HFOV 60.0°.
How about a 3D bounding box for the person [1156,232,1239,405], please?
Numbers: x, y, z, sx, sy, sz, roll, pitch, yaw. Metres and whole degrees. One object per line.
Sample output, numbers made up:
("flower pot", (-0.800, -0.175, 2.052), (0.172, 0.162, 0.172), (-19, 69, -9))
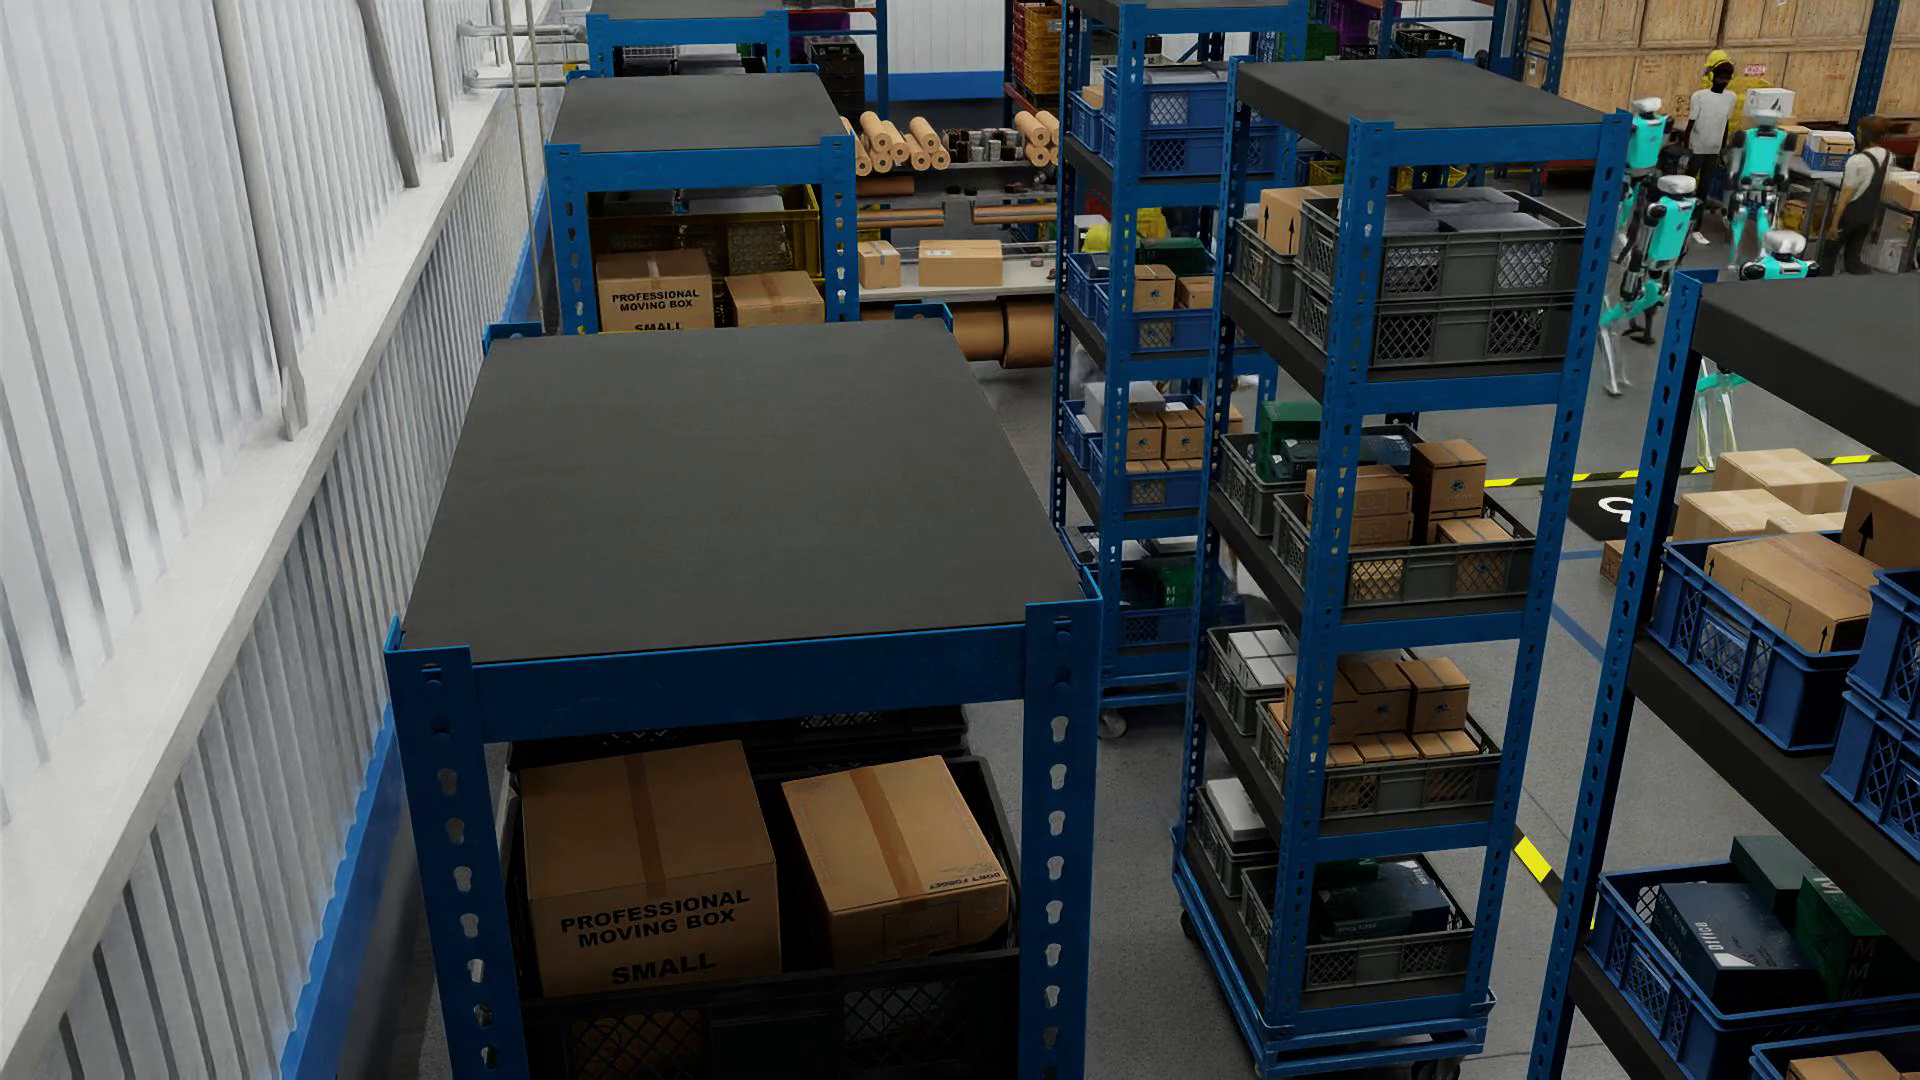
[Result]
("person", (1.545, -1.095, 10.784), (0.589, 1.853, 0.371), (-4, 25, -8))

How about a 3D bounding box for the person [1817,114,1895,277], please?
("person", (7.814, -2.799, 14.522), (0.538, 1.824, 0.714), (-9, 26, -18))

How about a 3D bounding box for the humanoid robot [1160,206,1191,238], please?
("humanoid robot", (1.842, -2.367, 13.764), (0.450, 1.635, 0.592), (2, 25, 5))

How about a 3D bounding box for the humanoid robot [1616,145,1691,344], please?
("humanoid robot", (5.864, -2.487, 14.032), (0.629, 1.626, 0.454), (-8, 26, -16))

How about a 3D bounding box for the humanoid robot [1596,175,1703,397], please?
("humanoid robot", (5.169, -1.974, 12.846), (0.530, 1.786, 0.788), (-13, 28, -26))

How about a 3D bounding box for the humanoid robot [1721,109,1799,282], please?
("humanoid robot", (7.071, -2.887, 14.845), (0.537, 1.784, 0.858), (10, 27, 21))

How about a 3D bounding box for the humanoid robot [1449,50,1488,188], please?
("humanoid robot", (5.797, -4.691, 18.798), (0.599, 1.653, 0.315), (-4, 25, -8))

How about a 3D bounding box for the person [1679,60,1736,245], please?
("person", (7.591, -3.936, 16.948), (0.515, 1.865, 0.327), (-4, 25, -8))

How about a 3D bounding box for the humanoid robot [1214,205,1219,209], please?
("humanoid robot", (2.612, -4.438, 18.343), (0.788, 1.644, 0.596), (-1, 25, -2))

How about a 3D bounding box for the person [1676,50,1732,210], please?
("person", (8.117, -4.482, 18.283), (0.829, 1.732, 0.530), (-7, 26, -14))

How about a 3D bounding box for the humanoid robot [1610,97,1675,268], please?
("humanoid robot", (6.313, -3.400, 15.942), (0.622, 1.761, 0.900), (-6, 25, -14))

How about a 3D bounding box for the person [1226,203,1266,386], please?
("person", (2.358, -2.106, 12.993), (0.626, 1.835, 0.571), (8, 26, 17))

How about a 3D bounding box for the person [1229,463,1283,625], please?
("person", (1.559, 0.226, 7.962), (0.581, 1.834, 0.554), (17, 30, 33))

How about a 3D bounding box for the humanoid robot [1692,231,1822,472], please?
("humanoid robot", (5.264, -1.305, 11.224), (0.533, 1.672, 0.735), (-4, 25, -8))

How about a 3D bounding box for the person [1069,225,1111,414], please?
("person", (0.958, -1.339, 11.471), (0.376, 1.712, 0.506), (-17, 30, -32))
